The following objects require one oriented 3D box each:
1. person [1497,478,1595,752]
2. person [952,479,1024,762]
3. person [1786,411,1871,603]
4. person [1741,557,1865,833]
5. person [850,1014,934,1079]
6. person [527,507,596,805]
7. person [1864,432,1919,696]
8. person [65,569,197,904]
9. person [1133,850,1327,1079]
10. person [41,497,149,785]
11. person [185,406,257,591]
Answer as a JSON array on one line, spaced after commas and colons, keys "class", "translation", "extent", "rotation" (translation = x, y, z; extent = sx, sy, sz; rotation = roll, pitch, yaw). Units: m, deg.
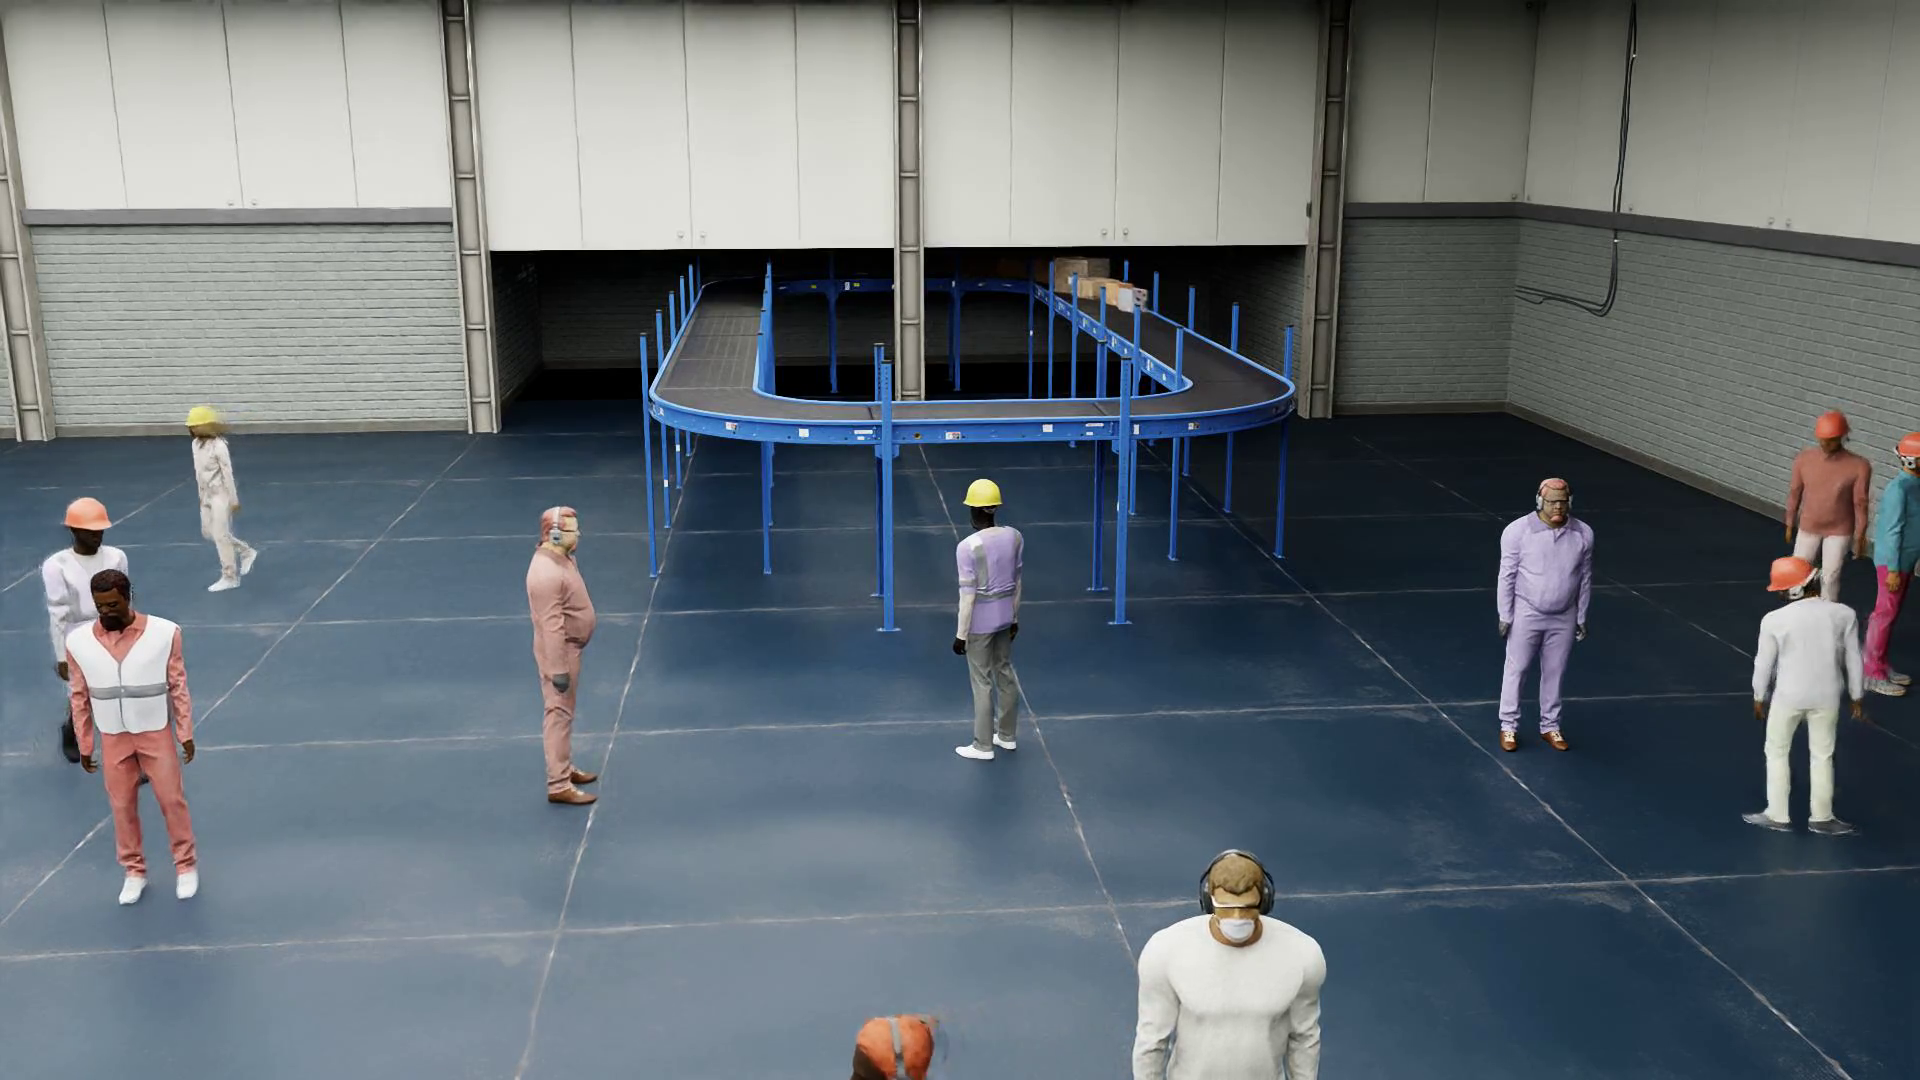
[{"class": "person", "translation": [3.995, 0.514, 11.370], "extent": [0.641, 1.908, 0.407], "rotation": [0, 14, -1]}, {"class": "person", "translation": [0.170, 0.538, 11.232], "extent": [0.383, 1.924, 0.594], "rotation": [13, 19, 42]}, {"class": "person", "translation": [7.123, -0.101, 13.696], "extent": [0.644, 1.972, 0.558], "rotation": [13, 19, 41]}, {"class": "person", "translation": [5.165, 0.941, 10.083], "extent": [0.687, 1.706, 0.337], "rotation": [2, 14, 8]}, {"class": "person", "translation": [-0.228, 2.207, 4.733], "extent": [0.966, 1.831, 0.609], "rotation": [-3, 14, -13]}, {"class": "person", "translation": [-2.506, 0.720, 10.553], "extent": [0.403, 1.904, 0.651], "rotation": [-3, 14, -10]}, {"class": "person", "translation": [7.111, 0.165, 12.585], "extent": [0.375, 1.995, 0.609], "rotation": [11, 17, 36]}, {"class": "person", "translation": [-4.551, 1.066, 9.172], "extent": [0.598, 1.906, 0.401], "rotation": [-4, 14, -14]}, {"class": "person", "translation": [0.899, 1.933, 5.627], "extent": [0.635, 1.937, 0.352], "rotation": [0, 14, -1]}, {"class": "person", "translation": [-5.647, 0.648, 10.812], "extent": [0.682, 1.920, 0.563], "rotation": [10, 17, 35]}, {"class": "person", "translation": [-6.828, -0.407, 15.389], "extent": [0.509, 1.728, 0.538], "rotation": [11, 18, 37]}]
